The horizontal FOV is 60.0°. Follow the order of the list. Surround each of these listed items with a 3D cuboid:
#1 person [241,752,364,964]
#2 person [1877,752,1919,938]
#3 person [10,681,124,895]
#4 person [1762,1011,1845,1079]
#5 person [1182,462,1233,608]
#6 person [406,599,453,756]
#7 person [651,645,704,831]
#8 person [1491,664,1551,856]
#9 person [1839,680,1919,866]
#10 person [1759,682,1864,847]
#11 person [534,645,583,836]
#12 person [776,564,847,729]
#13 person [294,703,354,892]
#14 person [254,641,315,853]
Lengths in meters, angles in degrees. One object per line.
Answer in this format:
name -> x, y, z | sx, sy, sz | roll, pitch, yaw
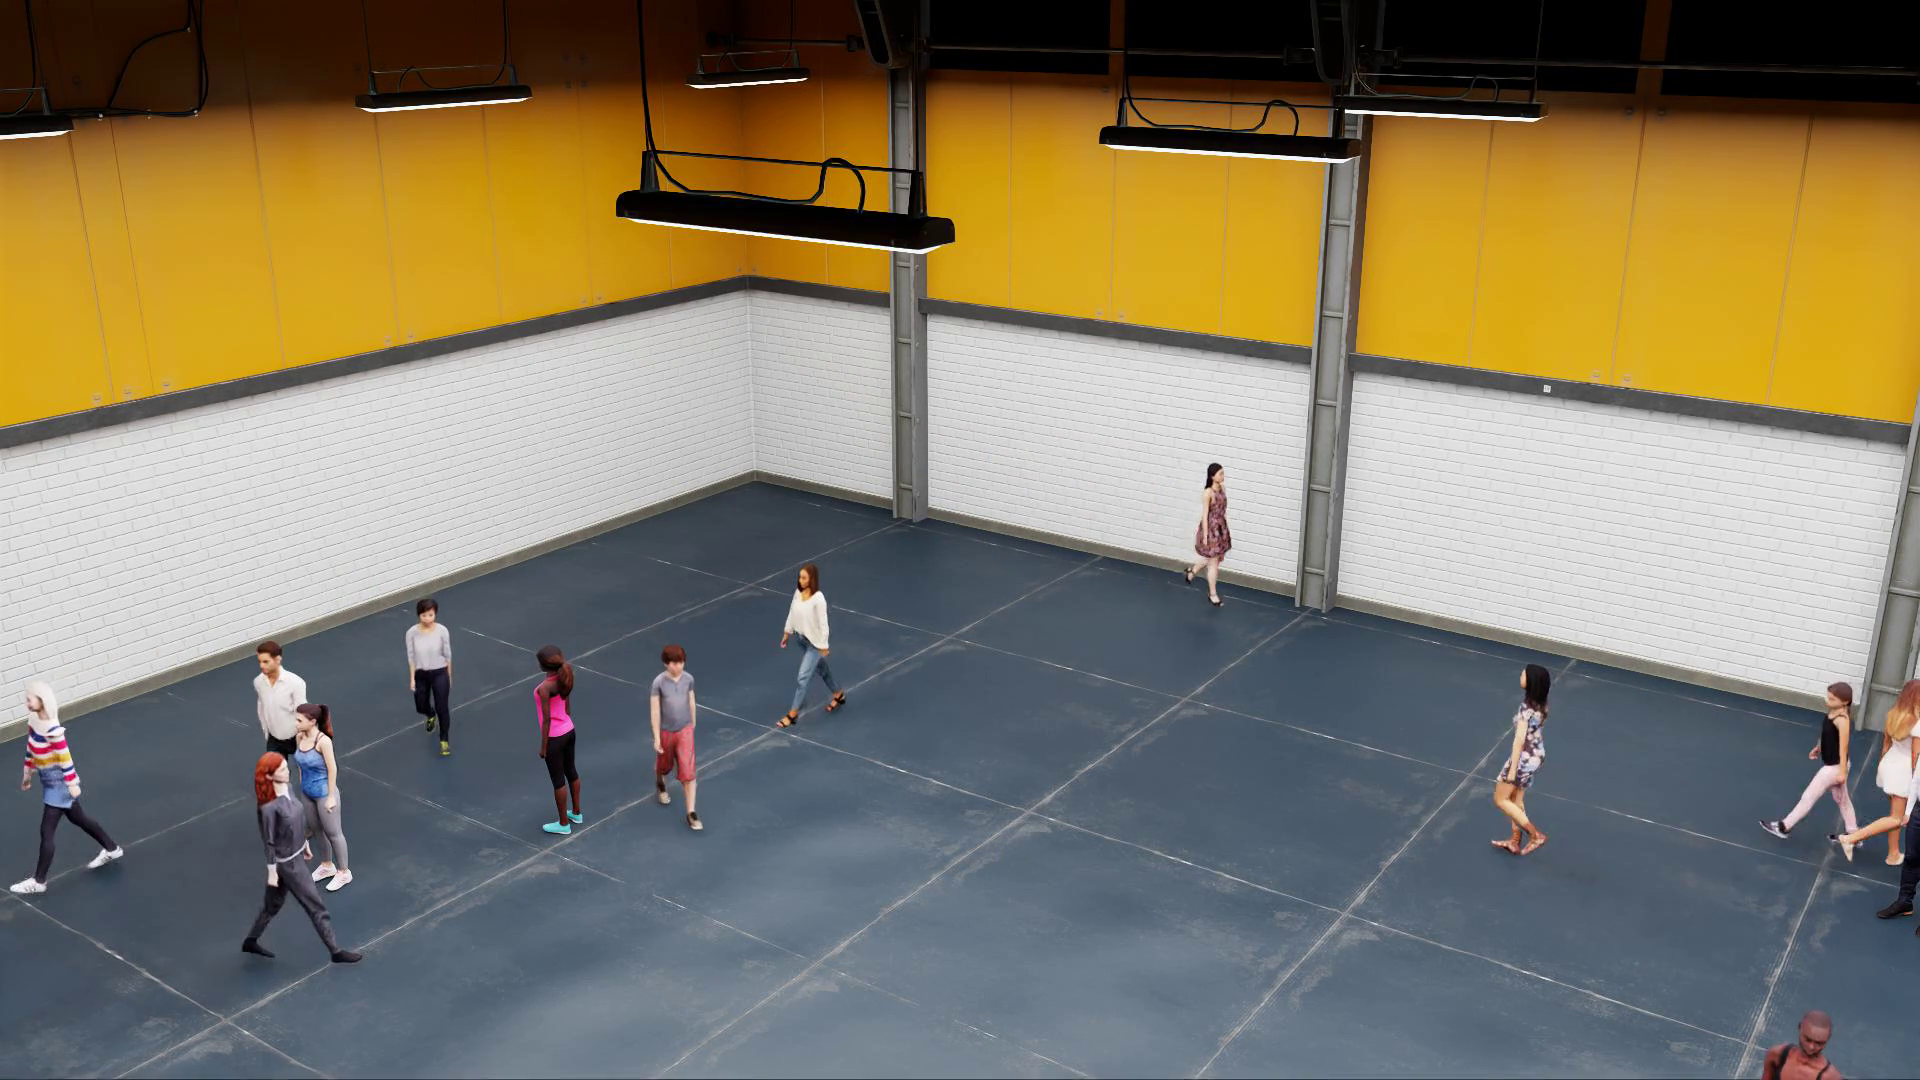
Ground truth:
person -> -5.056, 2.392, 12.304 | 1.196, 1.731, 1.046 | -1, 19, -2
person -> 7.562, 2.136, 12.848 | 0.771, 1.868, 0.652 | -11, 21, -28
person -> -7.252, 1.956, 13.539 | 0.868, 1.767, 1.114 | -17, 25, -41
person -> 4.739, 3.373, 9.400 | 0.920, 1.725, 1.126 | -15, 24, -37
person -> 2.912, -0.072, 19.575 | 0.845, 1.761, 0.669 | 14, 23, 36
person -> -5.062, 1.270, 15.937 | 0.838, 1.537, 0.904 | -4, 19, -11
person -> -2.546, 1.669, 14.617 | 0.965, 1.625, 1.188 | -8, 20, -21
person -> 4.763, 1.876, 13.847 | 0.719, 1.723, 0.633 | 15, 24, 37
person -> 7.667, 1.947, 13.699 | 1.038, 1.684, 0.894 | 0, 19, 0
person -> 7.438, 1.929, 14.023 | 1.080, 1.510, 0.687 | 9, 20, 24
person -> -3.463, 1.703, 14.356 | 0.618, 1.726, 0.601 | 7, 20, 21
person -> -1.405, 1.017, 16.543 | 0.917, 1.631, 1.103 | -14, 23, -35
person -> -5.187, 2.060, 13.482 | 0.454, 1.608, 0.621 | 12, 22, 32
person -> -5.674, 1.684, 14.216 | 0.892, 1.852, 0.925 | 2, 19, 7
